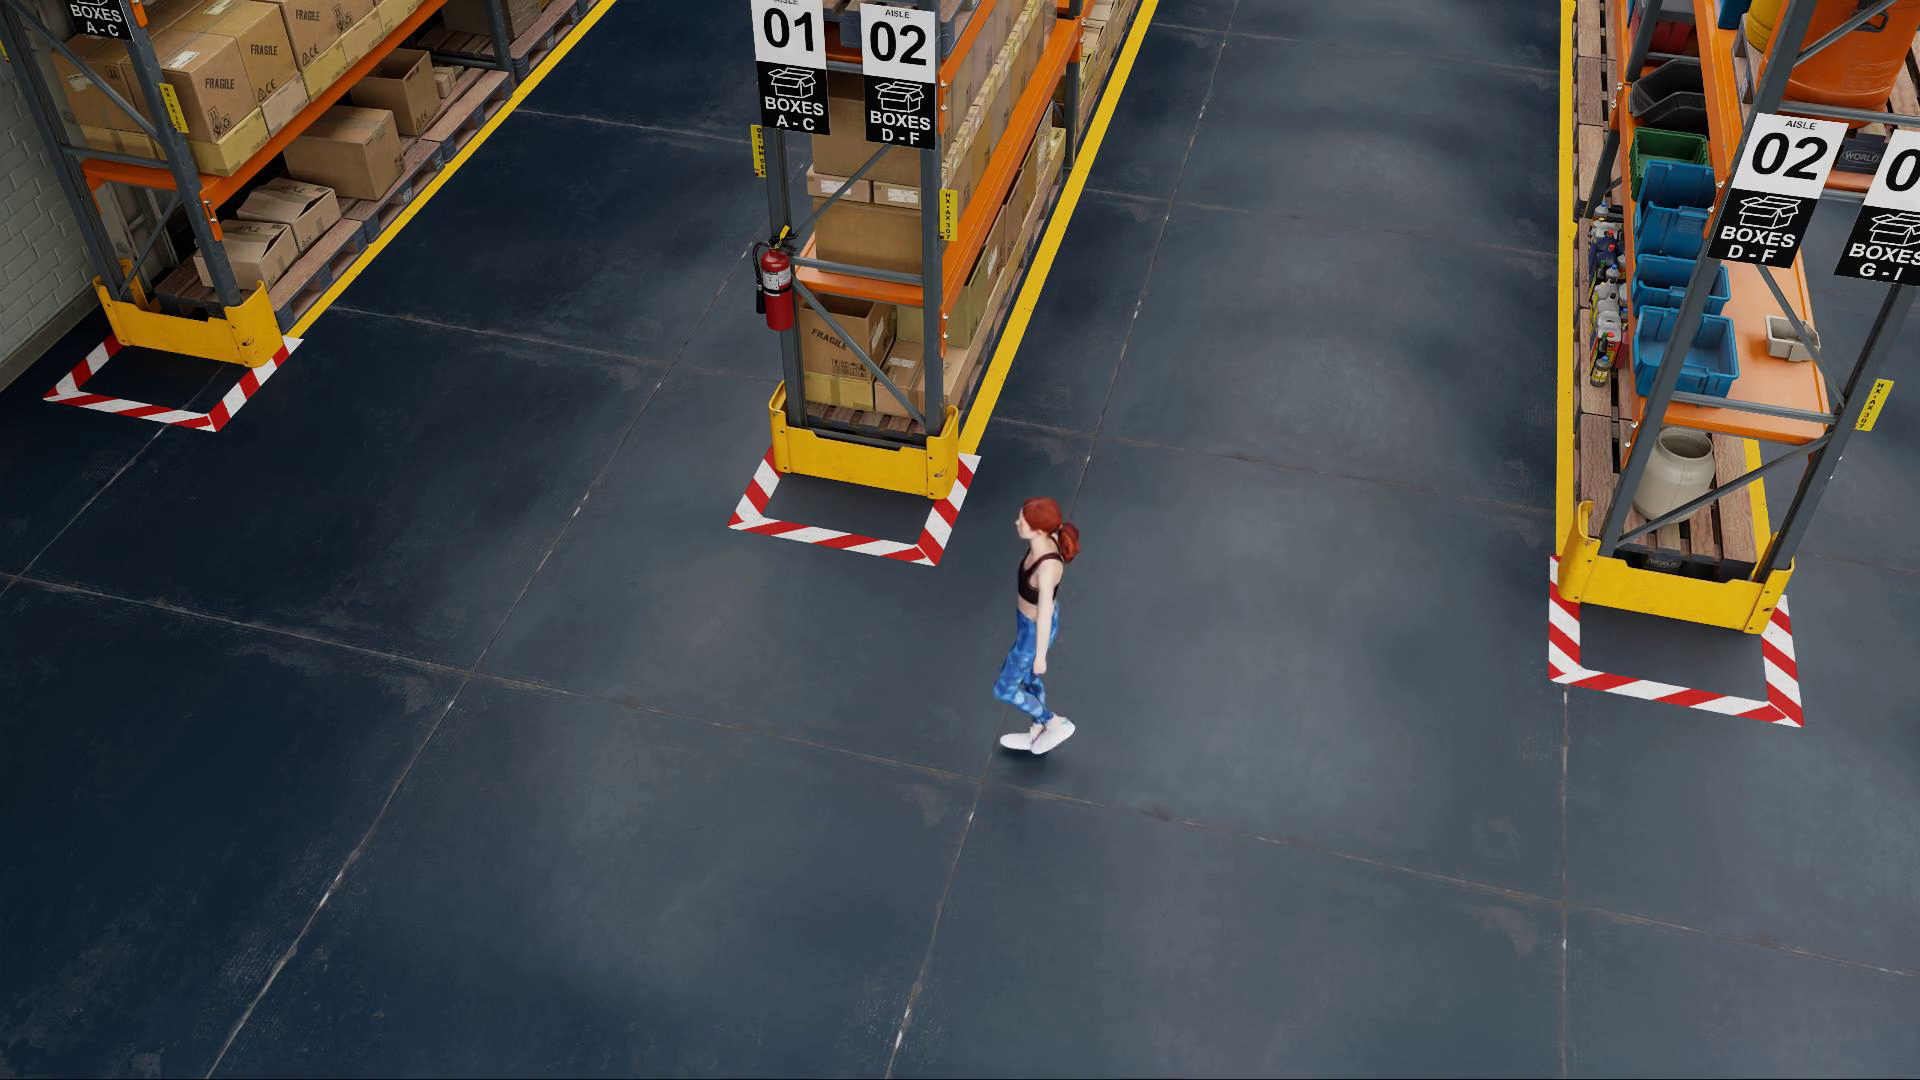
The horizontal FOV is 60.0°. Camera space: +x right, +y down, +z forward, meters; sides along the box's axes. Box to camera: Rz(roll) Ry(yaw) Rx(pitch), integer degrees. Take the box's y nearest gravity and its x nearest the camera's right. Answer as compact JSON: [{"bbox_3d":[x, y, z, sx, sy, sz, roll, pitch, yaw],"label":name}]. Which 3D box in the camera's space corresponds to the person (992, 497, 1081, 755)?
[{"bbox_3d":[0.464,0.487,8.421,0.713,1.774,0.672,1,43,1],"label":"person"}]
